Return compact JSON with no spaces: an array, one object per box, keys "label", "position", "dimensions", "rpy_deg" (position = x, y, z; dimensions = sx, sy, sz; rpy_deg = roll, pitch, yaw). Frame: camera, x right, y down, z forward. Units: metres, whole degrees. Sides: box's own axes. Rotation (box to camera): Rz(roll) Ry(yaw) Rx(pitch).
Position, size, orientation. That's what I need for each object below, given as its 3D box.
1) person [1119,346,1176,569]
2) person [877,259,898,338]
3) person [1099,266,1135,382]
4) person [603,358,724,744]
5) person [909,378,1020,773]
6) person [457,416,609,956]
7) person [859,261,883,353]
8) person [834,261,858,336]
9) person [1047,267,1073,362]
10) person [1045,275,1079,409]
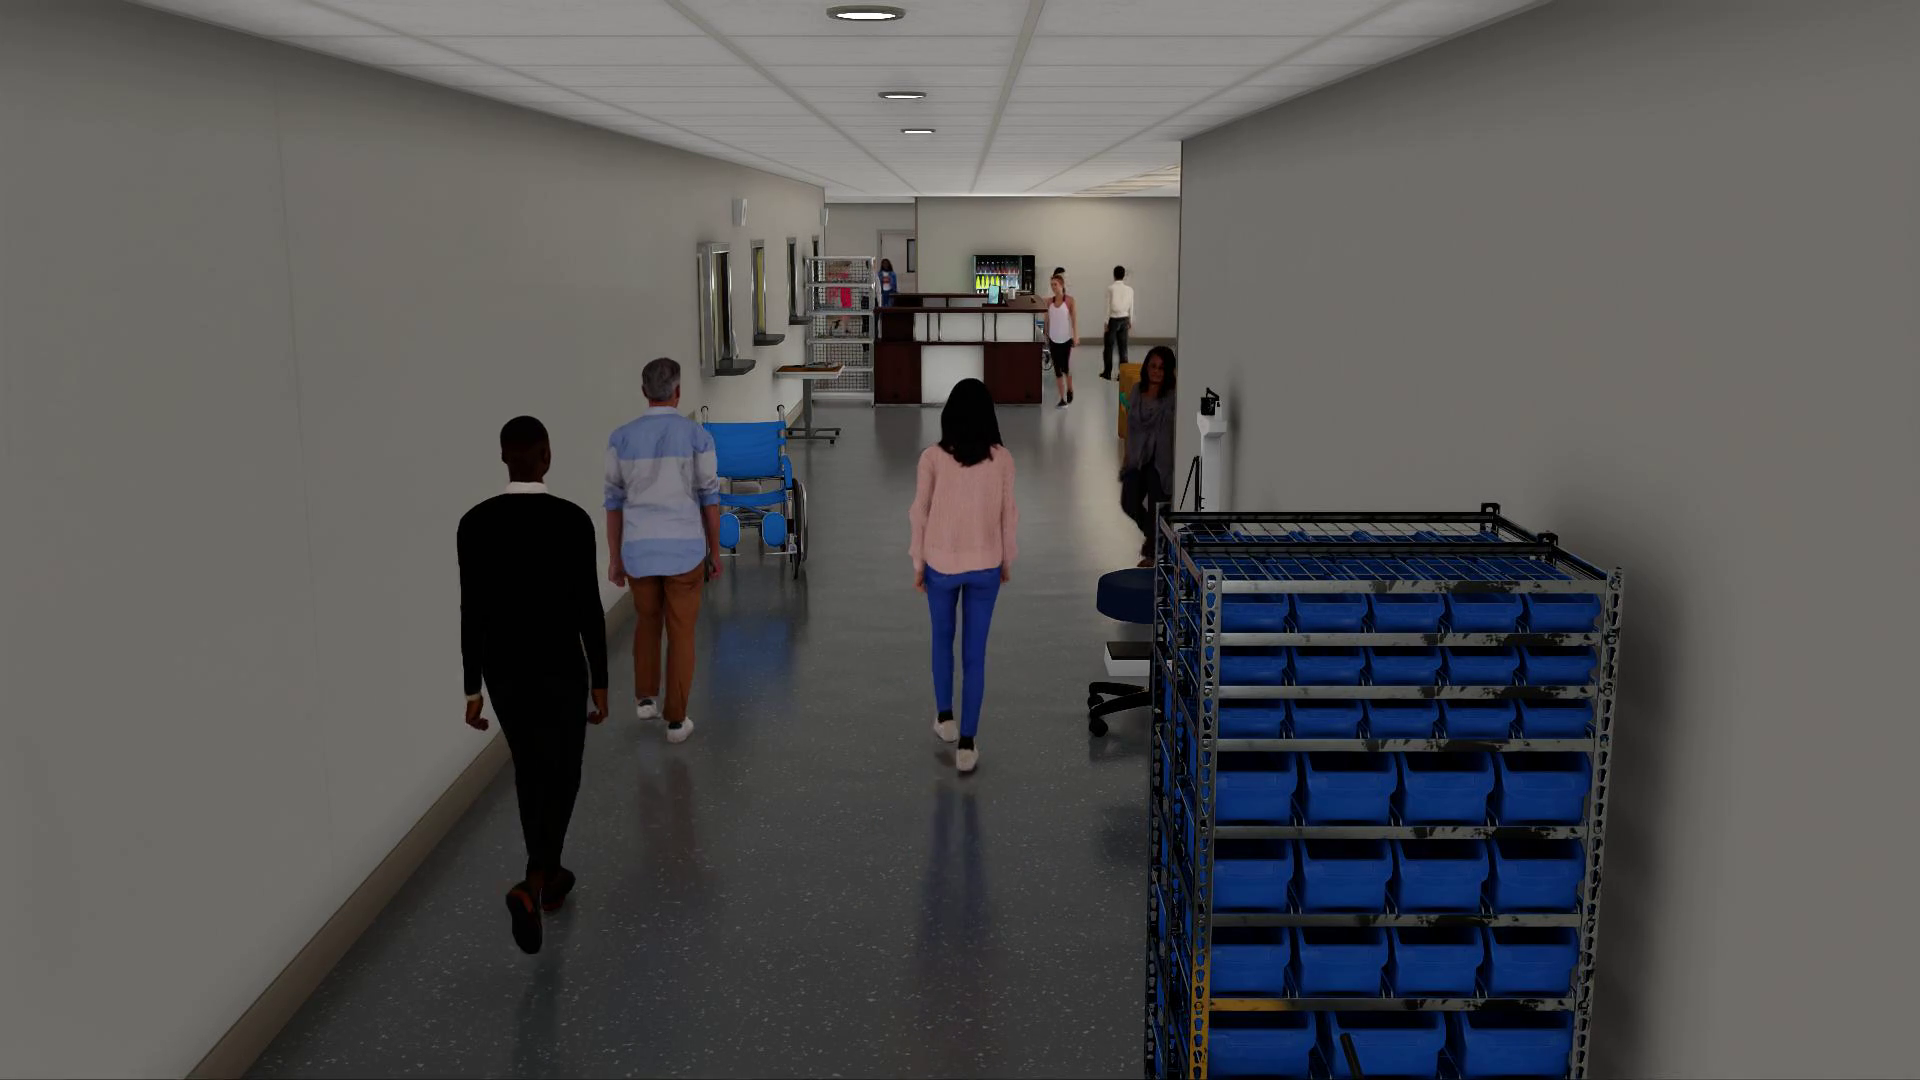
[{"label":"person","position":[1.429,-0.599,11.933],"dimensions":[0.836,1.593,0.895],"rpy_deg":[9,14,39]},{"label":"person","position":[-1.577,-5.248,36.150],"dimensions":[0.574,1.700,0.671],"rpy_deg":[1,11,3]},{"label":"person","position":[2.488,-3.330,25.806],"dimensions":[0.957,1.788,0.899],"rpy_deg":[-3,11,-17]},{"label":"person","position":[-1.415,0.066,7.836],"dimensions":[0.609,1.815,0.784],"rpy_deg":[1,11,7]},{"label":"person","position":[0.010,0.172,7.461],"dimensions":[0.735,1.746,0.721],"rpy_deg":[0,11,1]},{"label":"person","position":[-1.457,0.503,5.626],"dimensions":[1.042,1.779,0.728],"rpy_deg":[0,11,-3]},{"label":"person","position":[-1.734,-4.552,32.161],"dimensions":[0.689,1.820,0.800],"rpy_deg":[7,13,32]},{"label":"person","position":[-2.527,-5.300,36.411],"dimensions":[0.908,1.704,0.974],"rpy_deg":[10,15,42]},{"label":"person","position":[1.668,-3.886,28.960],"dimensions":[0.803,1.703,0.899],"rpy_deg":[-9,14,-39]},{"label":"person","position":[1.390,-2.647,22.255],"dimensions":[0.760,1.769,0.832],"rpy_deg":[5,12,26]}]
